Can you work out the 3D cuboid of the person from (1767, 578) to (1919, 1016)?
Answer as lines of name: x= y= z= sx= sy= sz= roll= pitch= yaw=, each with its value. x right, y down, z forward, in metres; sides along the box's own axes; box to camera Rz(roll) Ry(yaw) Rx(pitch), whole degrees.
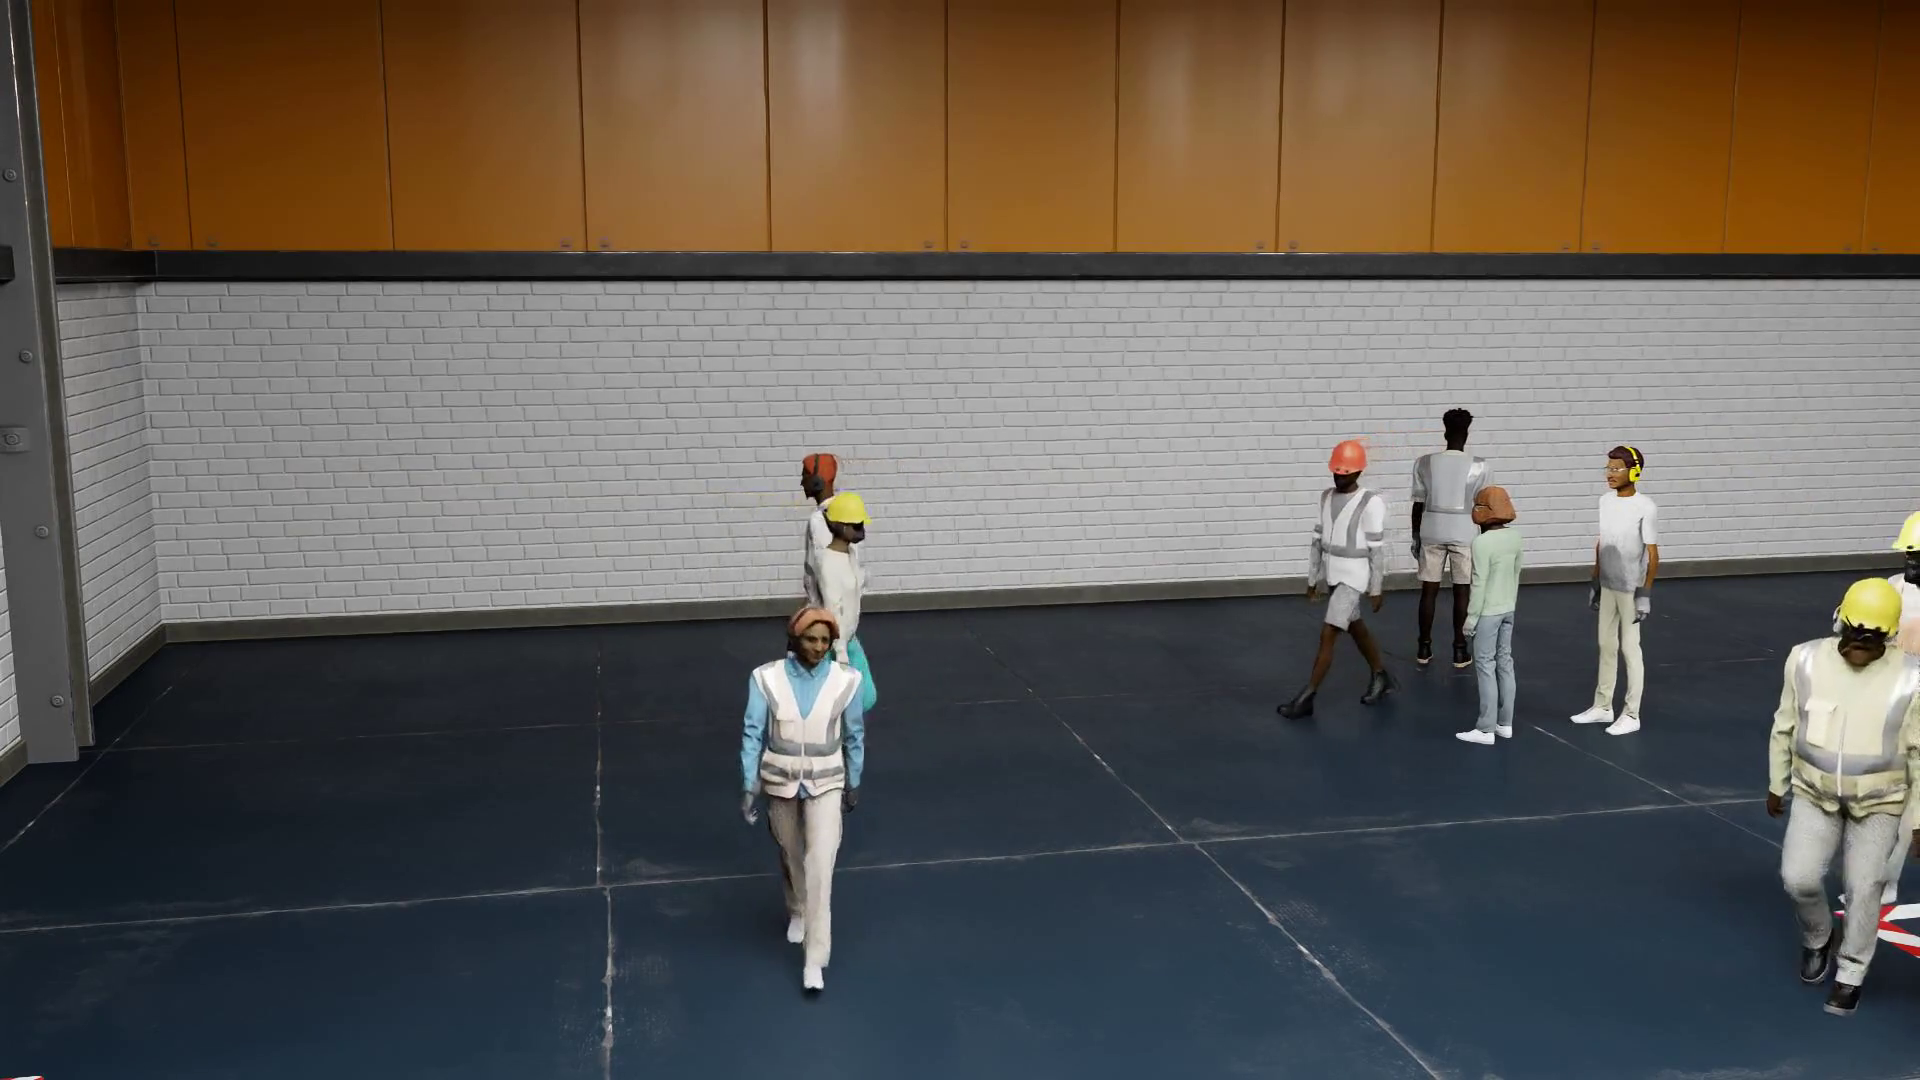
person: x=3.571 y=1.022 z=6.681 sx=0.630 sy=1.797 sz=0.435 roll=8 pitch=12 yaw=39

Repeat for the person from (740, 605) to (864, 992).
person: x=-0.664 y=1.058 z=7.108 sx=0.514 sy=1.583 sz=0.903 roll=0 pitch=9 yaw=-2

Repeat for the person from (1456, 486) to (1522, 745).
person: x=3.359 y=0.474 z=10.527 sx=0.507 sy=1.631 sz=0.266 roll=-8 pitch=12 yaw=-40

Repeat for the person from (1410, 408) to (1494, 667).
person: x=3.702 y=-0.020 z=12.564 sx=0.607 sy=1.958 sz=0.378 roll=5 pitch=10 yaw=26

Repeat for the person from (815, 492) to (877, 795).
person: x=-0.681 y=0.596 z=9.444 sx=0.388 sy=1.751 sz=0.536 roll=3 pitch=10 yaw=17

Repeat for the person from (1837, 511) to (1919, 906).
person: x=4.560 y=0.785 z=7.824 sx=0.779 sy=1.902 sz=0.596 roll=-1 pitch=9 yaw=-5

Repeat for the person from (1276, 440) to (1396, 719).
person: x=2.604 y=0.246 z=11.214 sx=1.055 sy=1.874 sz=0.576 roll=-5 pitch=11 yaw=-28

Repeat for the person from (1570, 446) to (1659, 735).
person: x=4.262 y=0.321 z=10.739 sx=0.330 sy=1.872 sz=0.512 roll=-3 pitch=10 yaw=-20

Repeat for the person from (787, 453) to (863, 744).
person: x=-0.848 y=0.386 z=10.366 sx=0.529 sy=1.868 sz=0.575 roll=3 pitch=10 yaw=19
